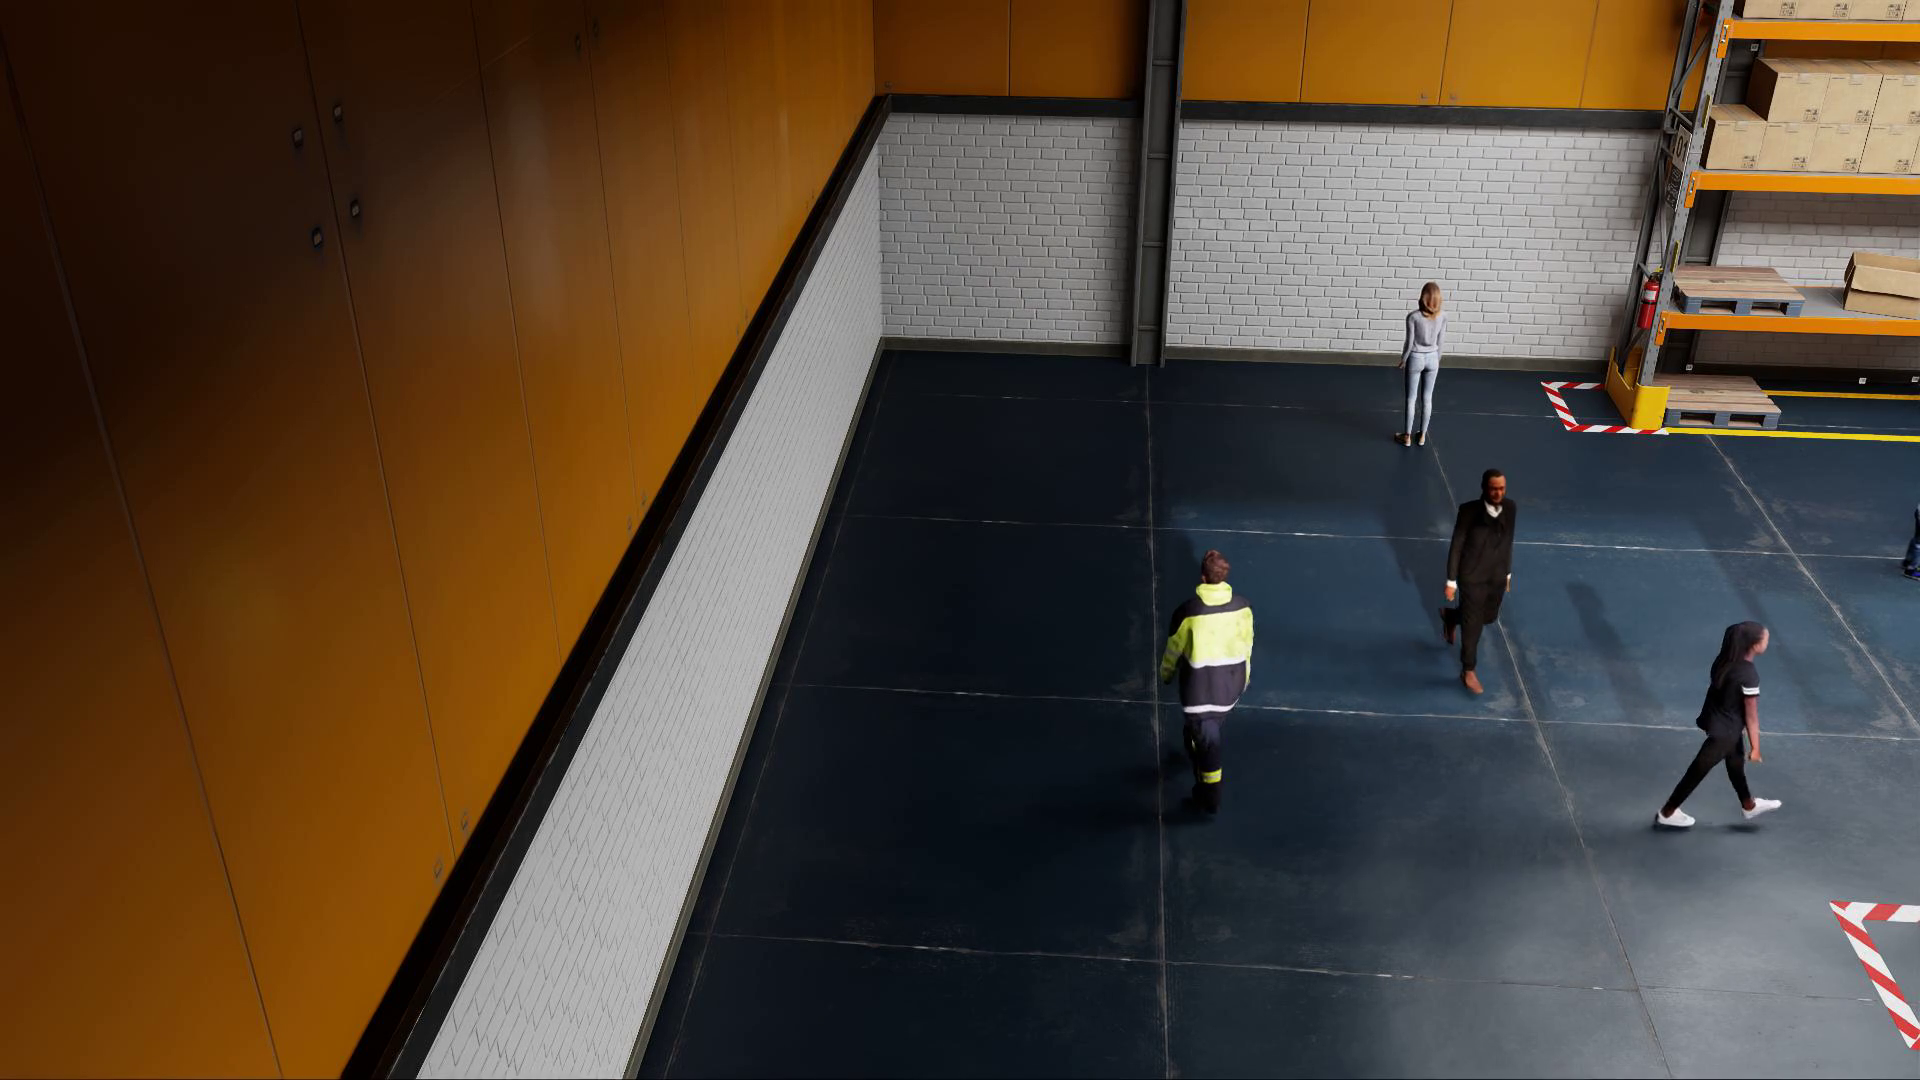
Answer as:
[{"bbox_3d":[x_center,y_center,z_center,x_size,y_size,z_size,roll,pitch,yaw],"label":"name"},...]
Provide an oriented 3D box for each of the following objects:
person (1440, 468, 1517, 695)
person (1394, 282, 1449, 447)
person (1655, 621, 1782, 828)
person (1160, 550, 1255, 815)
[{"bbox_3d":[4.159,0.258,13.407,1.148,1.879,0.999,-6,29,-11],"label":"person"},{"bbox_3d":[4.813,-1.838,17.336,0.518,1.796,0.690,-3,29,-6],"label":"person"},{"bbox_3d":[5.253,1.332,11.630,1.094,1.694,0.639,1,29,3],"label":"person"},{"bbox_3d":[1.818,1.052,11.890,1.244,1.937,1.129,-8,30,-14],"label":"person"}]
